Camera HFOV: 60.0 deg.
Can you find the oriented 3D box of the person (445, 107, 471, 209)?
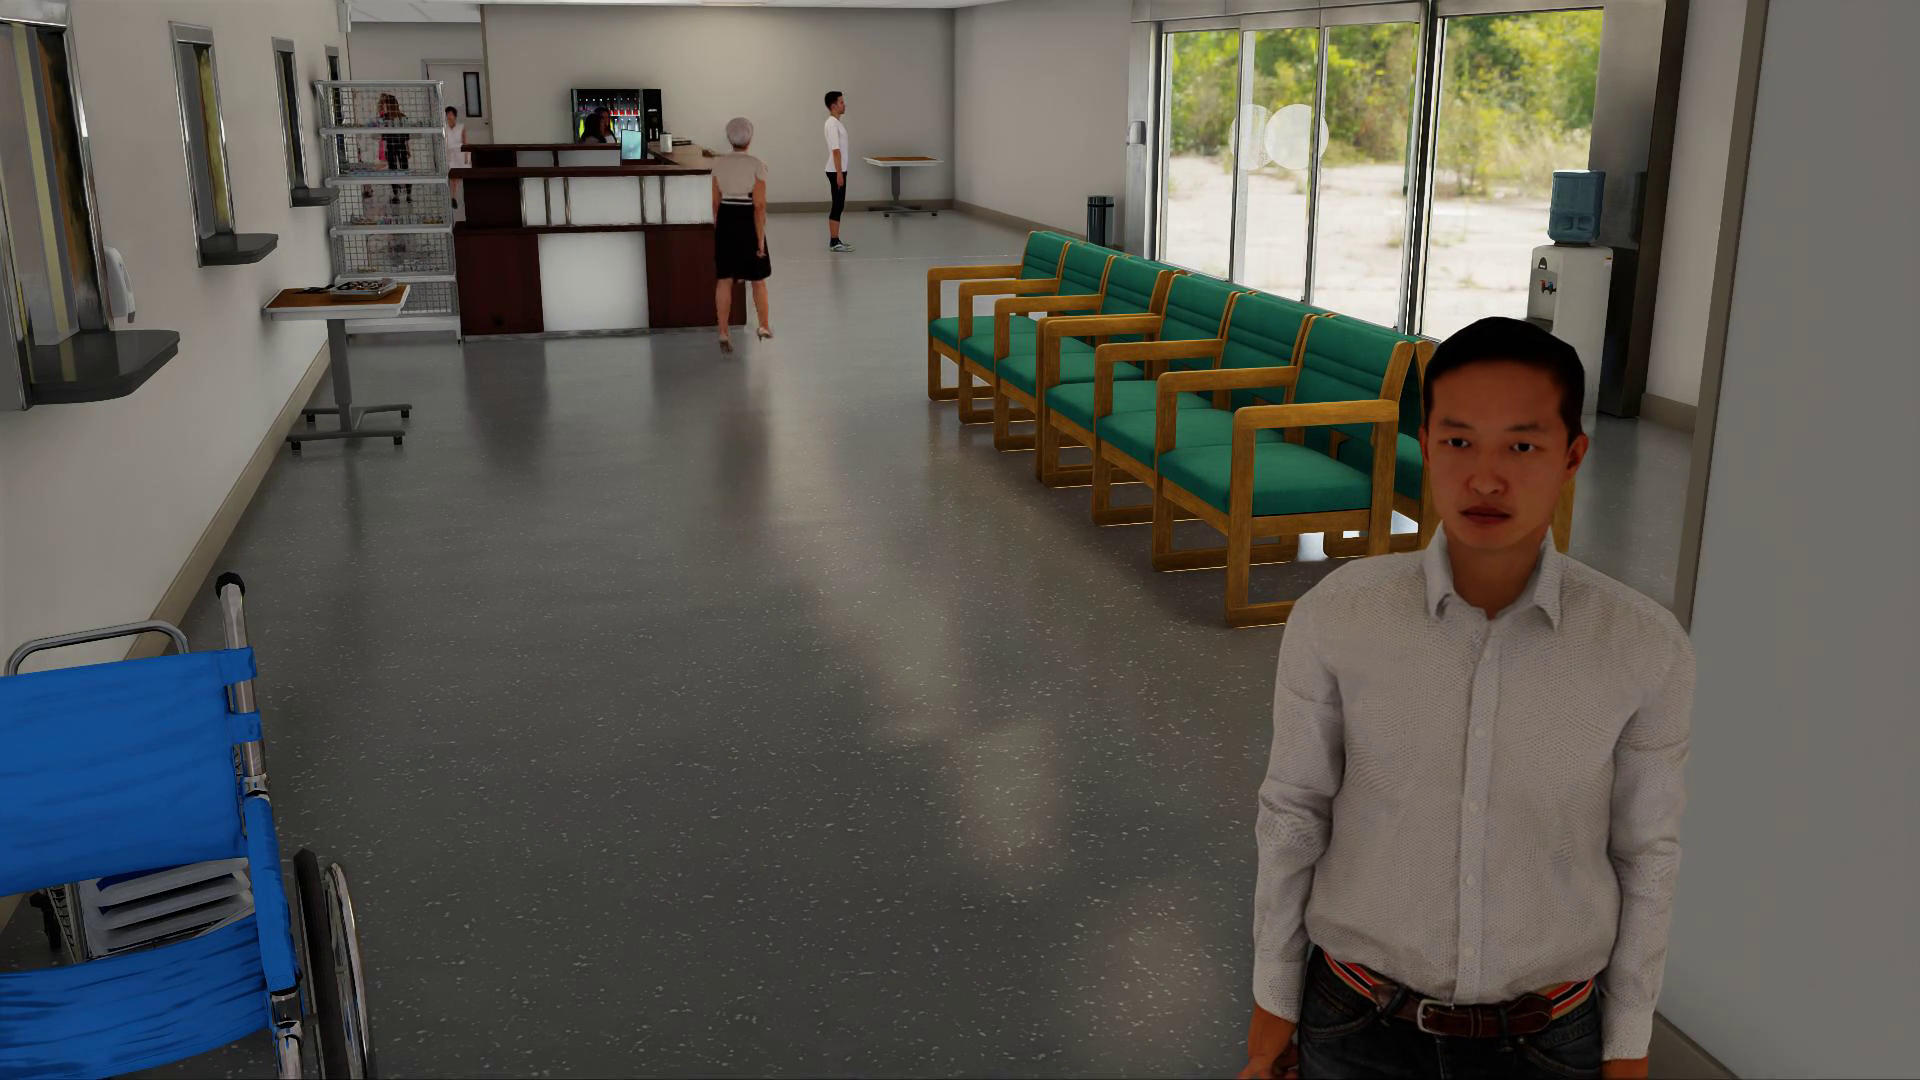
[{"bbox_3d":[-7.811,-5.934,25.871,0.936,1.528,0.682,-2,16,-8],"label":"person"}]

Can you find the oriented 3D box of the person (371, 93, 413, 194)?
[{"bbox_3d":[-9.981,-6.834,28.765,1.023,1.690,0.620,-5,17,-18],"label":"person"}]

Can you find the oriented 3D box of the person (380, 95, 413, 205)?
[{"bbox_3d":[-9.134,-6.333,26.954,0.566,1.708,0.713,-10,18,-31],"label":"person"}]

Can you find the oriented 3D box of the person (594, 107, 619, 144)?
[{"bbox_3d":[-4.832,-5.016,22.453,0.808,1.615,0.773,6,17,19],"label":"person"}]

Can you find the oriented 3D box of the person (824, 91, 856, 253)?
[{"bbox_3d":[-1.466,-4.374,19.741,0.634,1.852,0.707,-1,16,-3],"label":"person"}]

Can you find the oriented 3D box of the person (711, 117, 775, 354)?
[{"bbox_3d":[-1.665,-2.196,12.284,1.130,1.705,1.032,4,16,13],"label":"person"}]

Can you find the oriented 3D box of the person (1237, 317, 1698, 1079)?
[{"bbox_3d":[0.621,0.616,2.115,0.686,1.811,0.802,5,16,16],"label":"person"}]
